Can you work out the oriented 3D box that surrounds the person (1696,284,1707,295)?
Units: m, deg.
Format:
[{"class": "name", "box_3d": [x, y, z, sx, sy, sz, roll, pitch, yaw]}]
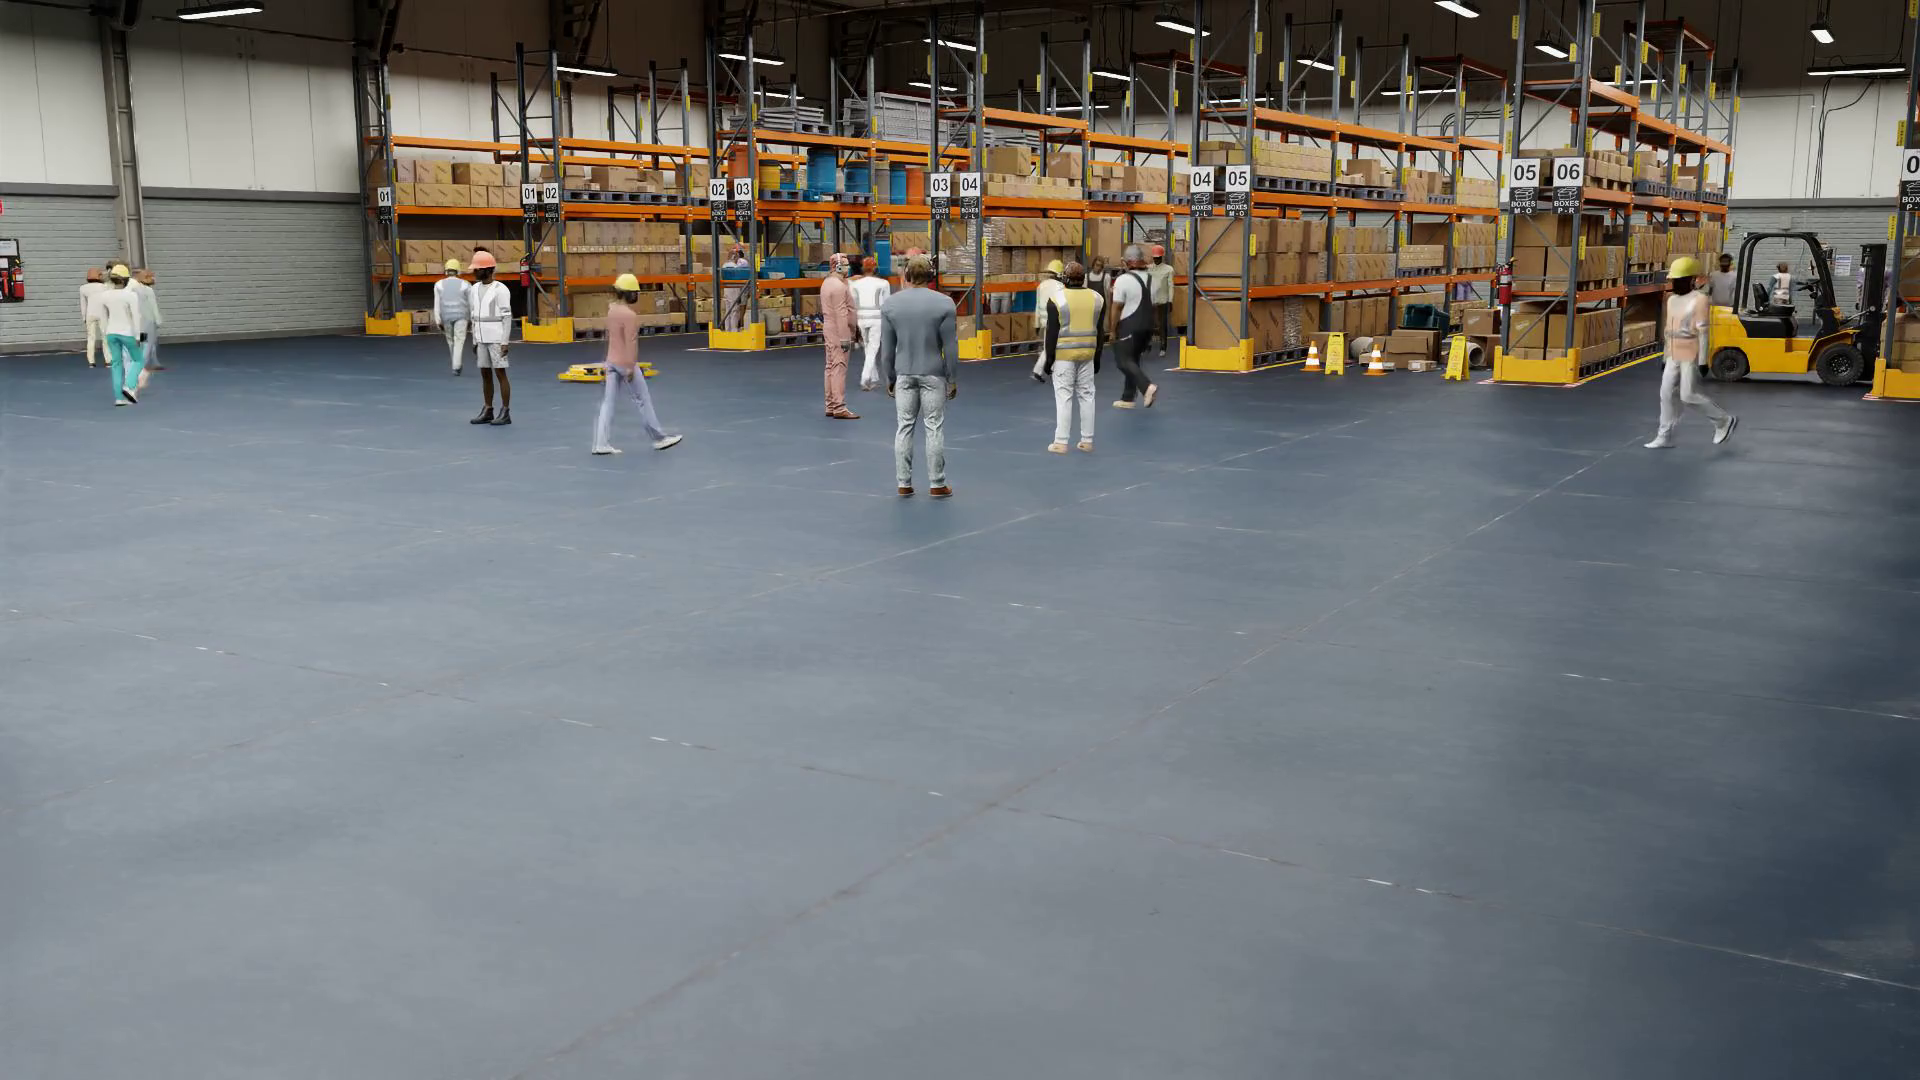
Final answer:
[{"class": "person", "box_3d": [17.125, -5.875, 38.745, 0.629, 1.992, 1.045, -7, 12, -35]}]

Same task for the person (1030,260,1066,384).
[{"class": "person", "box_3d": [1.322, -3.157, 24.091, 0.922, 1.794, 0.610, -7, 13, -36]}]

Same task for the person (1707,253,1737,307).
[{"class": "person", "box_3d": [12.960, -3.938, 28.294, 0.532, 1.833, 0.897, 6, 12, 29]}]

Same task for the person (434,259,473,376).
[{"class": "person", "box_3d": [-7.751, -3.417, 25.564, 0.601, 1.790, 0.949, -1, 10, -5]}]

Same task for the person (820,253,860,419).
[{"class": "person", "box_3d": [-1.388, -2.360, 19.280, 0.407, 1.910, 0.638, -4, 11, -19]}]

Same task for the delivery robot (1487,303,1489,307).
[{"class": "delivery robot", "box_3d": [12.921, -5.594, 40.918, 0.477, 0.478, 0.707, -6, 12, -30]}]

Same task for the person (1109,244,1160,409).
[{"class": "person", "box_3d": [2.146, -2.580, 20.139, 0.681, 2.000, 0.797, -9, 14, -42]}]

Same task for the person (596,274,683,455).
[{"class": "person", "box_3d": [-3.152, -1.689, 16.043, 0.882, 1.727, 0.528, -9, 13, -40]}]

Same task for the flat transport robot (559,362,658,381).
[{"class": "flat transport robot", "box_3d": [-5.235, -2.529, 24.811, 0.652, 0.197, 1.431, 6, 12, 32]}]

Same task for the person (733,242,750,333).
[{"class": "person", "box_3d": [-4.813, -5.498, 36.477, 0.615, 2.041, 0.376, 9, 13, 40]}]

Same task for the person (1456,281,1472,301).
[{"class": "person", "box_3d": [12.540, -6.331, 41.584, 0.646, 1.886, 0.568, -5, 11, -25]}]

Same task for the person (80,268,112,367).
[{"class": "person", "box_3d": [-14.107, -3.635, 27.221, 0.501, 1.624, 0.293, -1, 10, -6]}]

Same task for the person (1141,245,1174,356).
[{"class": "person", "box_3d": [3.526, -4.278, 29.806, 0.609, 1.986, 0.390, 4, 11, 20]}]

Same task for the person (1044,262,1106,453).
[{"class": "person", "box_3d": [1.093, -1.763, 16.126, 0.633, 1.843, 0.429, -5, 11, -24]}]

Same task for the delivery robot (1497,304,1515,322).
[{"class": "delivery robot", "box_3d": [13.069, -5.491, 40.345, 0.707, 0.478, 0.477, -1, 10, -6]}]

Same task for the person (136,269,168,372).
[{"class": "person", "box_3d": [-12.839, -3.475, 26.359, 0.409, 1.640, 0.502, -9, 14, -42]}]

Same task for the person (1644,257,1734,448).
[{"class": "person", "box_3d": [7.203, -1.829, 16.360, 0.736, 1.895, 0.626, -2, 10, -11]}]

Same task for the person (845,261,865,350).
[{"class": "person", "box_3d": [-1.971, -4.488, 31.829, 0.552, 1.667, 0.702, -2, 10, -9]}]

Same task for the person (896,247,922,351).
[{"class": "person", "box_3d": [-0.767, -3.458, 25.280, 0.858, 1.965, 0.619, -4, 11, -24]}]

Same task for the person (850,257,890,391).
[{"class": "person", "box_3d": [-1.248, -2.981, 22.986, 0.570, 1.844, 0.989, 3, 11, 19]}]

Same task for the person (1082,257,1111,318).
[{"class": "person", "box_3d": [2.380, -4.111, 29.463, 0.542, 1.775, 1.010, 3, 11, 18]}]

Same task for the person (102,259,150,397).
[{"class": "person", "box_3d": [-11.040, -2.811, 22.073, 0.636, 1.823, 0.606, 4, 11, 20]}]

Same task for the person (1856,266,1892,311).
[{"class": "person", "box_3d": [17.322, -4.557, 31.544, 0.589, 1.924, 0.384, 6, 12, 31]}]

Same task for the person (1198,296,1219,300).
[{"class": "person", "box_3d": [5.035, -4.738, 33.442, 0.544, 1.592, 0.835, 8, 13, 37]}]

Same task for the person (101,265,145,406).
[{"class": "person", "box_3d": [-10.441, -2.546, 20.754, 0.537, 1.753, 0.396, 1, 10, 5]}]

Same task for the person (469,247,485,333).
[{"class": "person", "box_3d": [-10.791, -5.600, 37.309, 0.643, 1.943, 0.690, 9, 13, 40]}]

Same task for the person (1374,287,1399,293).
[{"class": "person", "box_3d": [10.247, -6.018, 39.864, 0.544, 1.893, 1.011, 5, 11, 28]}]

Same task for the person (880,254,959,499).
[{"class": "person", "box_3d": [-0.312, -1.285, 13.174, 0.630, 1.940, 0.372, 3, 10, 14]}]

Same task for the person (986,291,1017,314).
[{"class": "person", "box_3d": [0.821, -4.815, 32.979, 0.626, 1.934, 0.363, 1, 10, 3]}]

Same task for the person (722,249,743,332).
[{"class": "person", "box_3d": [-4.662, -5.039, 34.303, 0.409, 1.904, 0.639, -6, 12, -31]}]

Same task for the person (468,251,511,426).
[{"class": "person", "box_3d": [-5.240, -2.238, 18.524, 0.547, 1.934, 0.376, 6, 12, 31]}]

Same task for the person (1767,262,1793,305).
[{"class": "person", "box_3d": [17.924, -5.276, 36.461, 0.532, 1.595, 0.837, -2, 10, -14]}]
